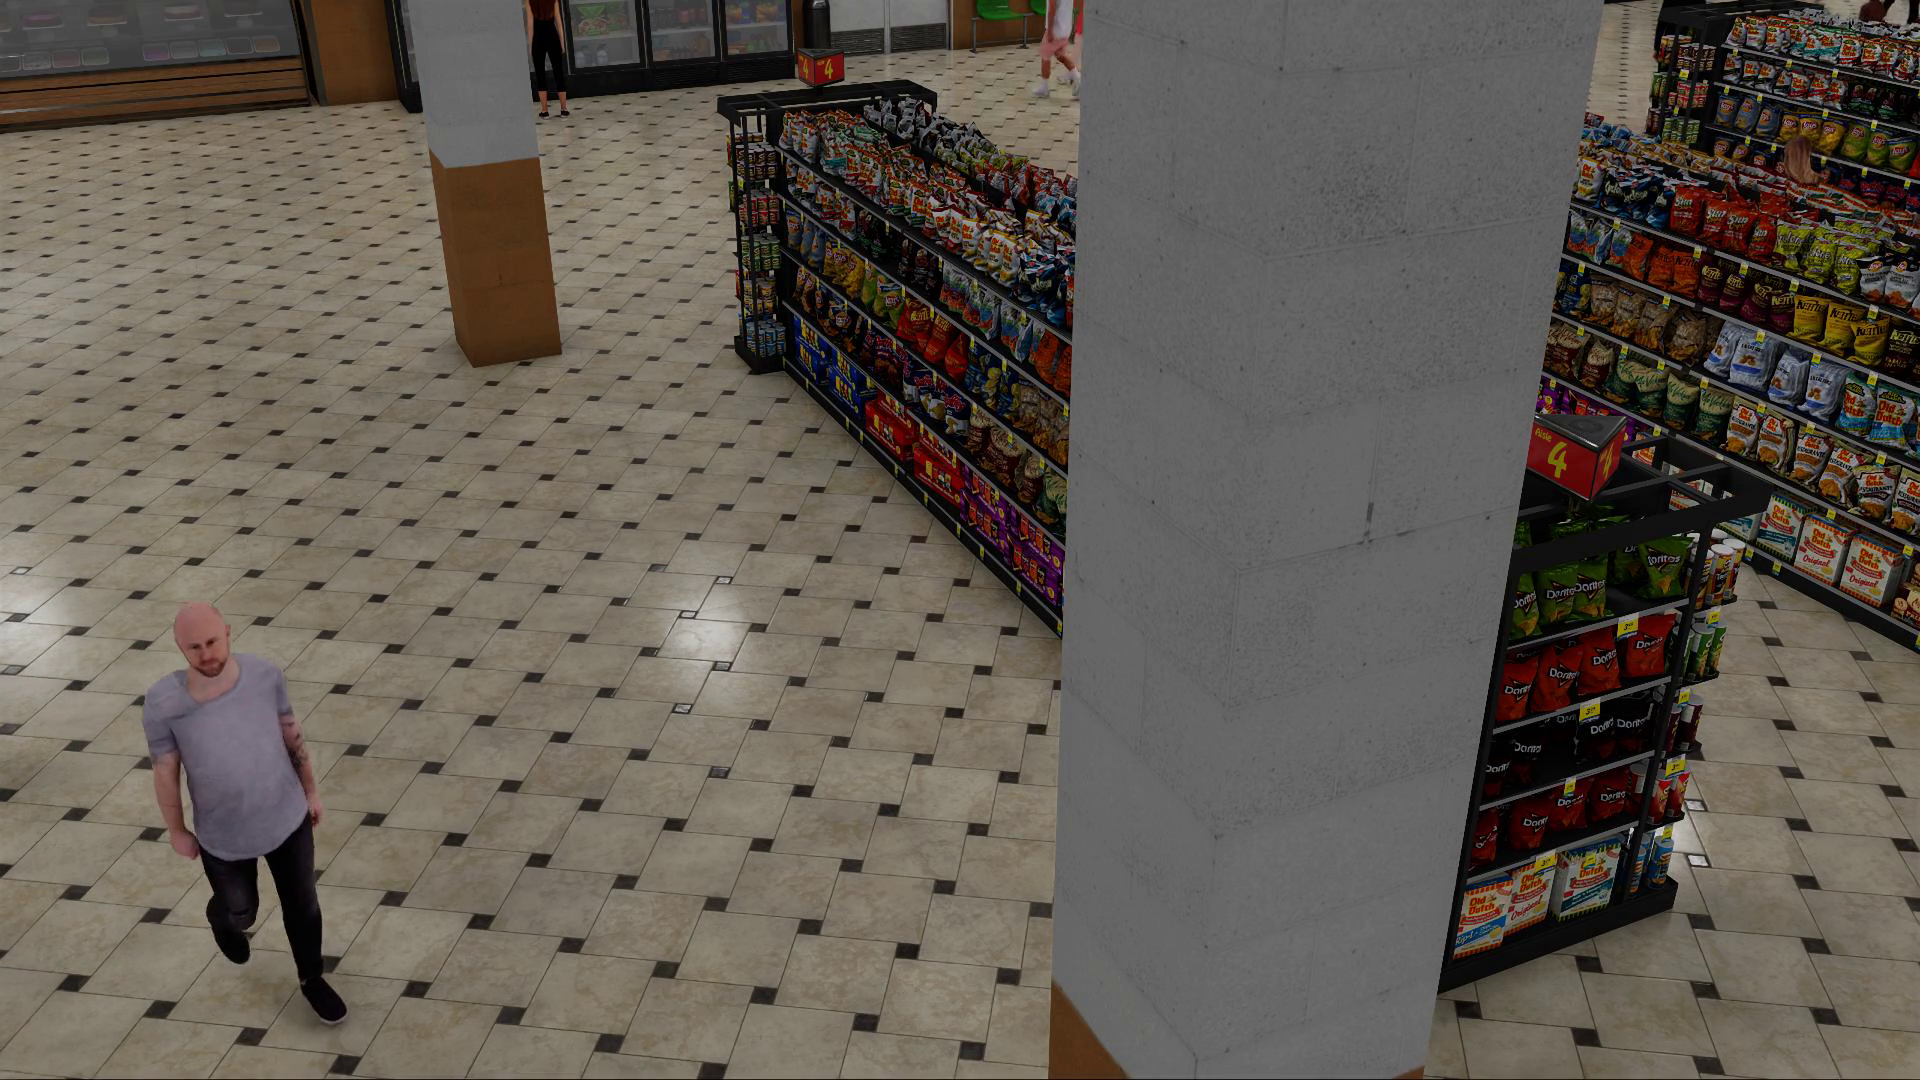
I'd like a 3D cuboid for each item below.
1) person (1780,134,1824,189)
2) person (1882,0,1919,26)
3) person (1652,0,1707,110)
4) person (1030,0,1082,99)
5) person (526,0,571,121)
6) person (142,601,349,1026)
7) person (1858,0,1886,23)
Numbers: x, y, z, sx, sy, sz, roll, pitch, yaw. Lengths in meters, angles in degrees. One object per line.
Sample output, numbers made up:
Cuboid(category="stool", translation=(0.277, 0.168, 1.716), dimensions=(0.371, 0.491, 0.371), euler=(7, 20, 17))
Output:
Cuboid(category="person", translation=(6.328, -2.215, 12.760), dimensions=(0.868, 1.671, 1.098), euler=(-2, 27, -3))
Cuboid(category="person", translation=(14.598, -8.796, 25.680), dimensions=(0.751, 1.722, 1.008), euler=(-11, 29, -20))
Cuboid(category="person", translation=(8.408, -5.754, 19.491), dimensions=(0.731, 1.894, 0.849), euler=(17, 32, 31))
Cuboid(category="person", translation=(1.308, -6.467, 21.043), dimensions=(1.105, 1.763, 0.926), euler=(18, 32, 31))
Cuboid(category="person", translation=(-5.019, -5.993, 20.148), dimensions=(0.595, 1.726, 0.527), euler=(-9, 28, -17))
Cuboid(category="person", translation=(-2.708, 1.003, 6.250), dimensions=(0.866, 1.820, 1.032), euler=(-24, 35, -38))
Cuboid(category="person", translation=(12.133, -6.743, 22.165), dimensions=(0.679, 1.240, 0.945), euler=(-4, 27, -8))
